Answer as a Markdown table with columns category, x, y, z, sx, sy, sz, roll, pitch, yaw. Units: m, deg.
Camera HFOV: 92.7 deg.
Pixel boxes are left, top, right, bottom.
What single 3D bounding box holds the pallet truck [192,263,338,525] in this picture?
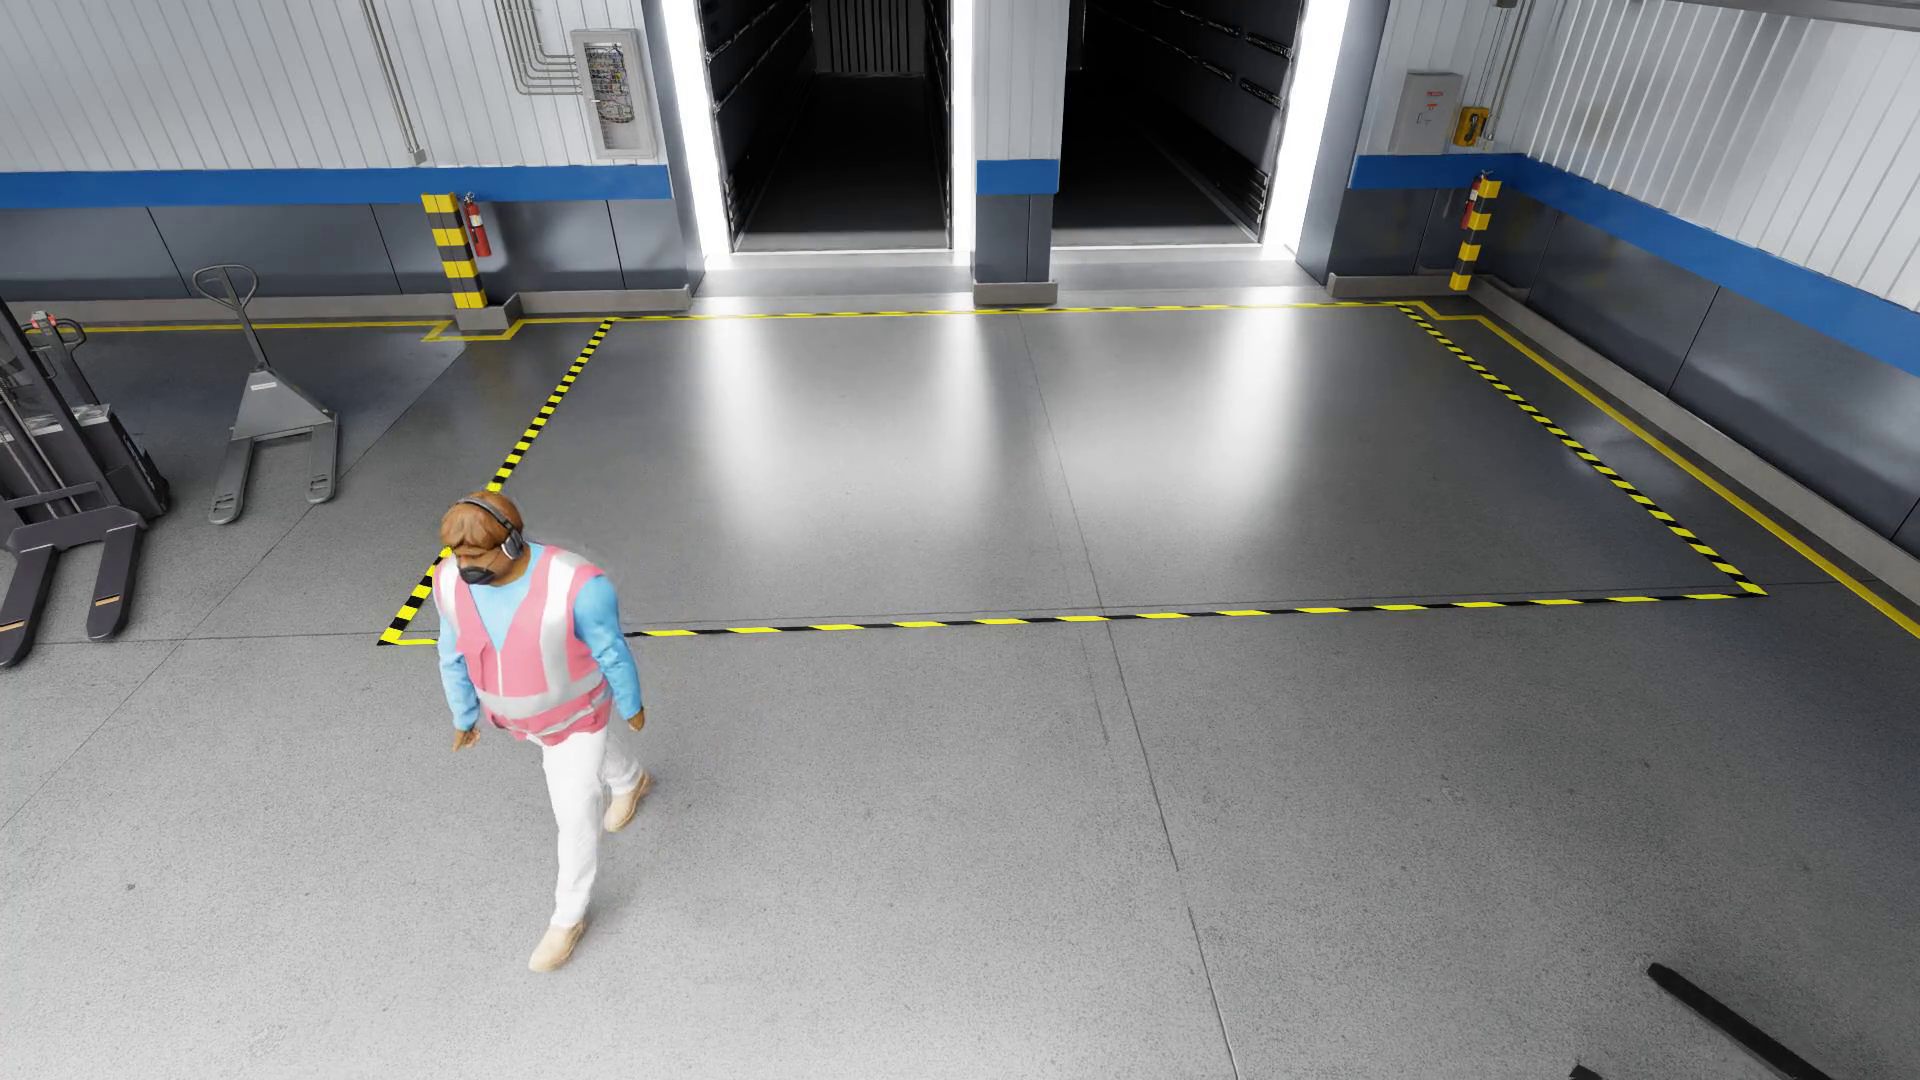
| category | x | y | z | sx | sy | sz | roll | pitch | yaw |
| --- | --- | --- | --- | --- | --- | --- | --- | --- | --- |
| pallet truck | -4.778 | -1.027 | 6.128 | 0.680 | 1.201 | 1.601 | -17 | 38 | -23 |

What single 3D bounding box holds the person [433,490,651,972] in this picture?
| category | x | y | z | sx | sy | sz | roll | pitch | yaw |
| --- | --- | --- | --- | --- | --- | --- | --- | --- | --- |
| person | -1.506 | 0.632 | 3.259 | 0.654 | 1.787 | 0.962 | 7 | 36 | 11 |

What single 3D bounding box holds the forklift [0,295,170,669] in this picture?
| category | x | y | z | sx | sy | sz | roll | pitch | yaw |
| --- | --- | --- | --- | --- | --- | --- | --- | --- | --- |
| forklift | -5.212 | -0.618 | 4.878 | 0.823 | 1.965 | 1.885 | -20 | 39 | -26 |
